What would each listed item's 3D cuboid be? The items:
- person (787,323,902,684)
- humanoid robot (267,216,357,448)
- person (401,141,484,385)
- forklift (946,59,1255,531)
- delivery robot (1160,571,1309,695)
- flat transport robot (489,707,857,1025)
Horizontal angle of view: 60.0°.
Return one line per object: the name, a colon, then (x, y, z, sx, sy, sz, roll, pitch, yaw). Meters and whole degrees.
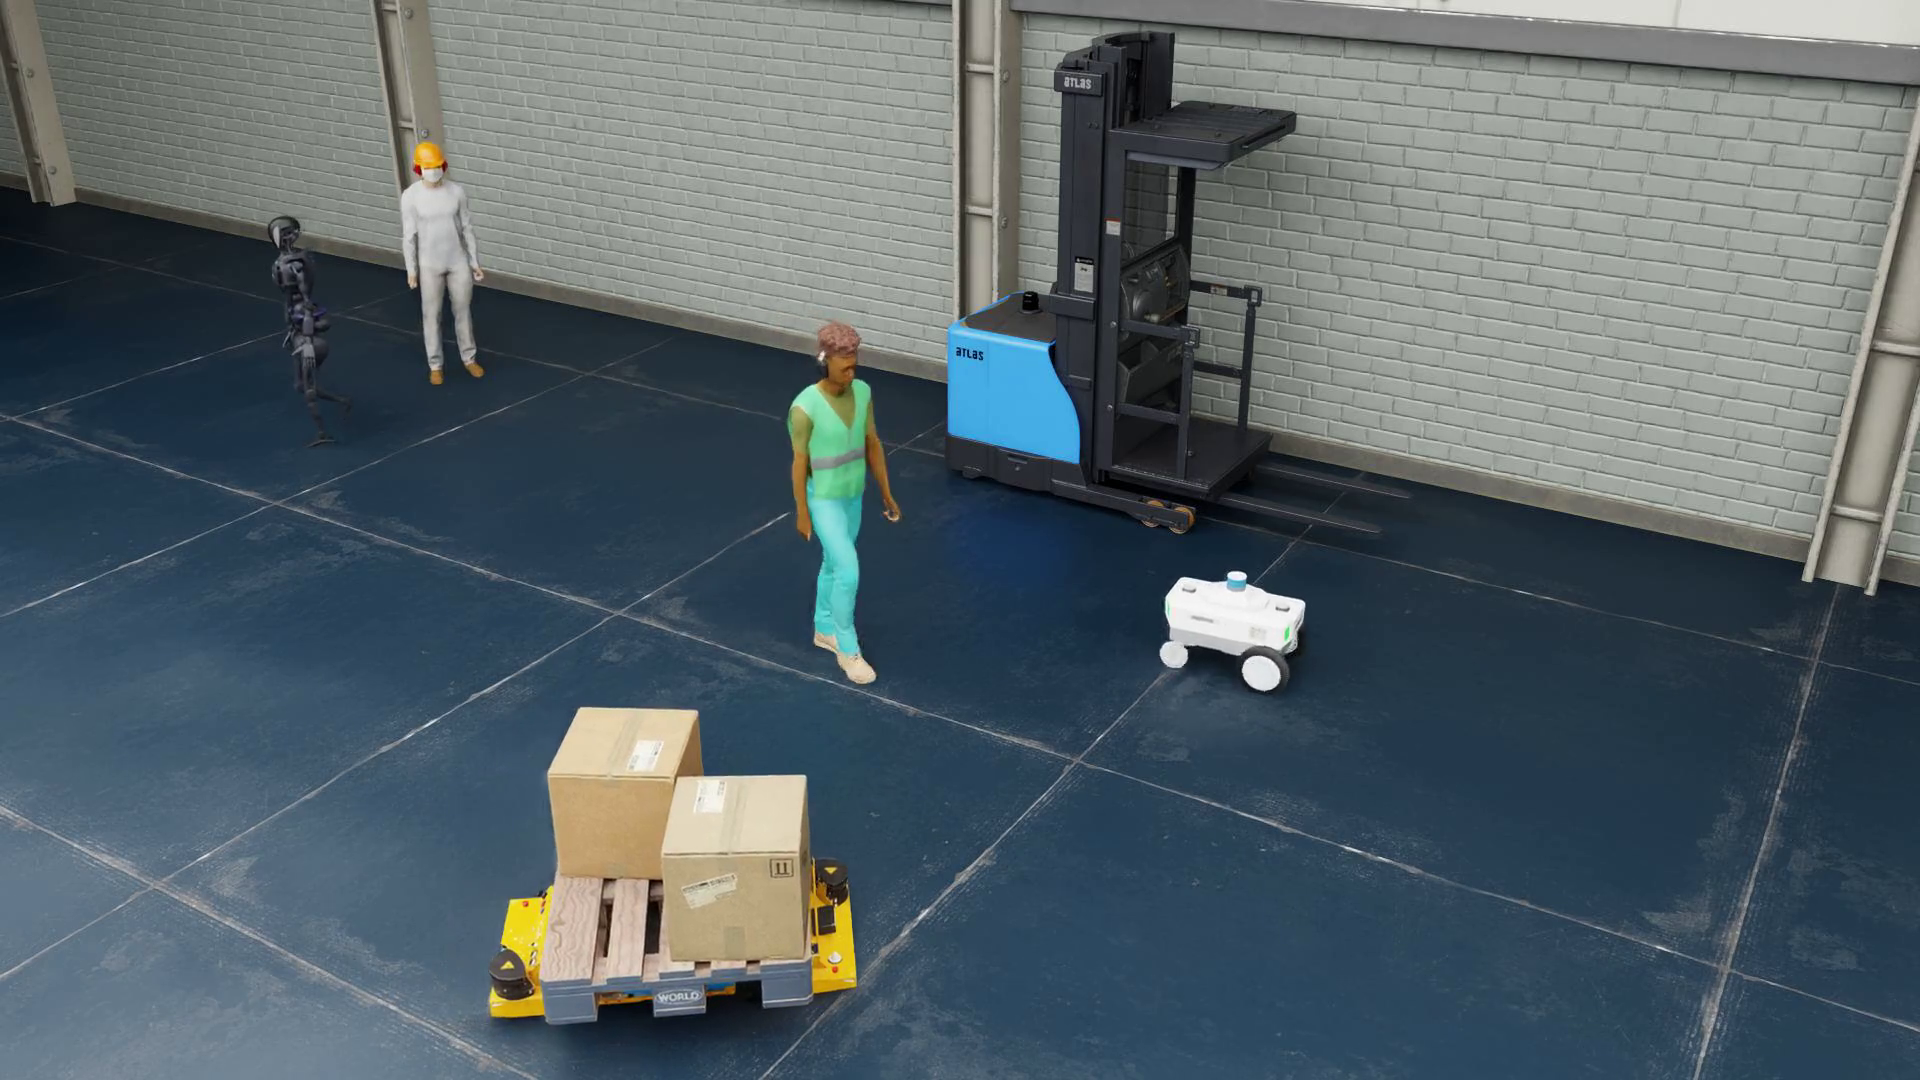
person: (-0.581, -0.195, 8.709, 0.746, 1.949, 0.514, 19, 32, 35)
humanoid robot: (-4.560, -1.472, 11.731, 0.458, 1.647, 0.609, -17, 30, -31)
person: (-4.010, -2.148, 12.905, 0.578, 1.892, 0.379, -15, 29, -28)
forklift: (0.933, -1.707, 10.833, 1.873, 2.768, 1.129, 15, 29, 28)
delivery robot: (1.488, 0.465, 8.953, 0.807, 0.606, 0.499, 11, 28, 22)
flat transport robot: (-1.159, 1.622, 6.828, 1.431, 0.231, 0.659, -3, 25, -6)
